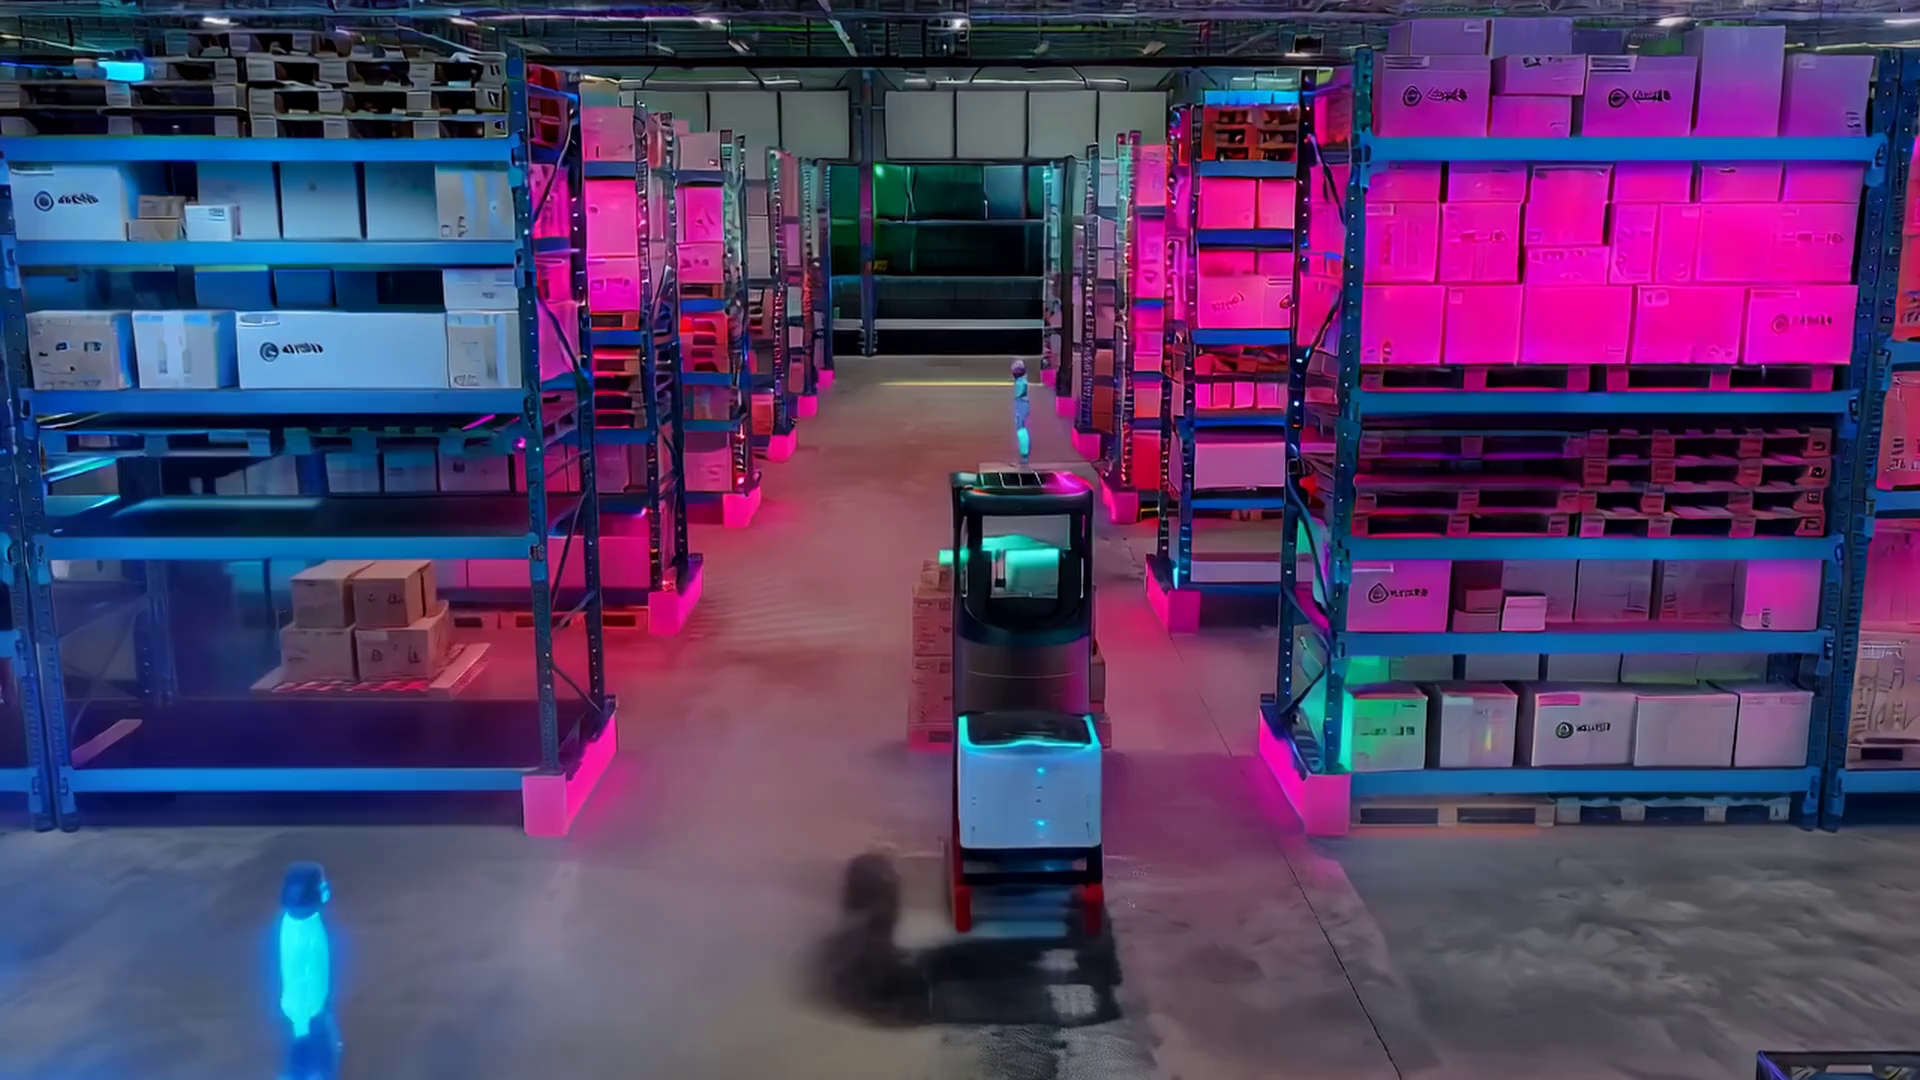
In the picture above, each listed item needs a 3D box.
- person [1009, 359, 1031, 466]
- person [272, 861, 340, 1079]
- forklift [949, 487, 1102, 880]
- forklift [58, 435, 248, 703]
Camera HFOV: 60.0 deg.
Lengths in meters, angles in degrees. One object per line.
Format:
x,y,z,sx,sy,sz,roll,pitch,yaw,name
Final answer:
1.141,-2.448,31.913,0.378,2.045,0.605,4,12,18,person
-3.461,2.448,8.704,0.556,1.614,0.512,-3,12,-14,person
0.495,0.986,12.813,1.129,2.768,1.873,0,11,-2,forklift
-8.061,0.188,16.766,1.873,2.768,1.129,0,11,-1,forklift
